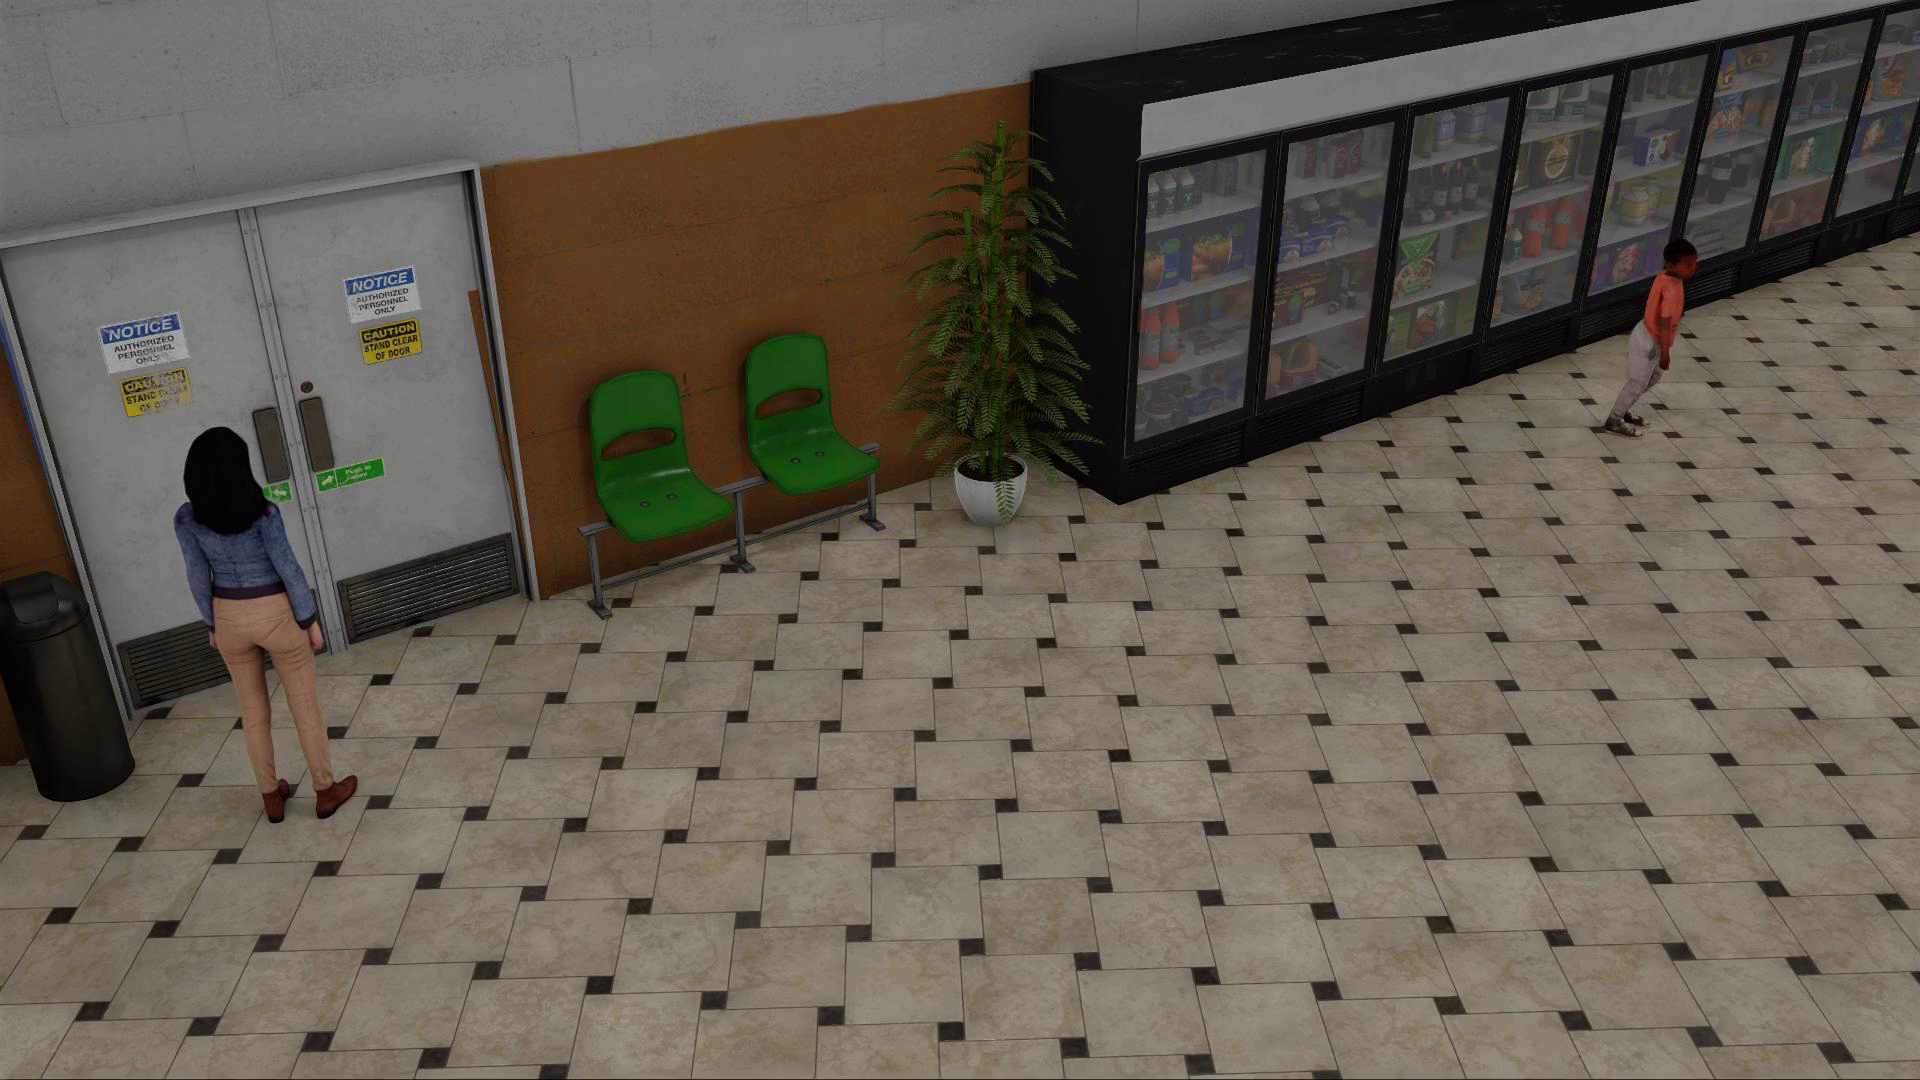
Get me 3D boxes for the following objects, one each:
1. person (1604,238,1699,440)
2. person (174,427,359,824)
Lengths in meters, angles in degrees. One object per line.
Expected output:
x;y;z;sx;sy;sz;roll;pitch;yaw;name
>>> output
4.143;-1.225;10.082;0.658;1.288;0.610;5;29;10;person
-2.806;0.362;6.669;0.707;1.772;0.736;-1;29;-2;person
